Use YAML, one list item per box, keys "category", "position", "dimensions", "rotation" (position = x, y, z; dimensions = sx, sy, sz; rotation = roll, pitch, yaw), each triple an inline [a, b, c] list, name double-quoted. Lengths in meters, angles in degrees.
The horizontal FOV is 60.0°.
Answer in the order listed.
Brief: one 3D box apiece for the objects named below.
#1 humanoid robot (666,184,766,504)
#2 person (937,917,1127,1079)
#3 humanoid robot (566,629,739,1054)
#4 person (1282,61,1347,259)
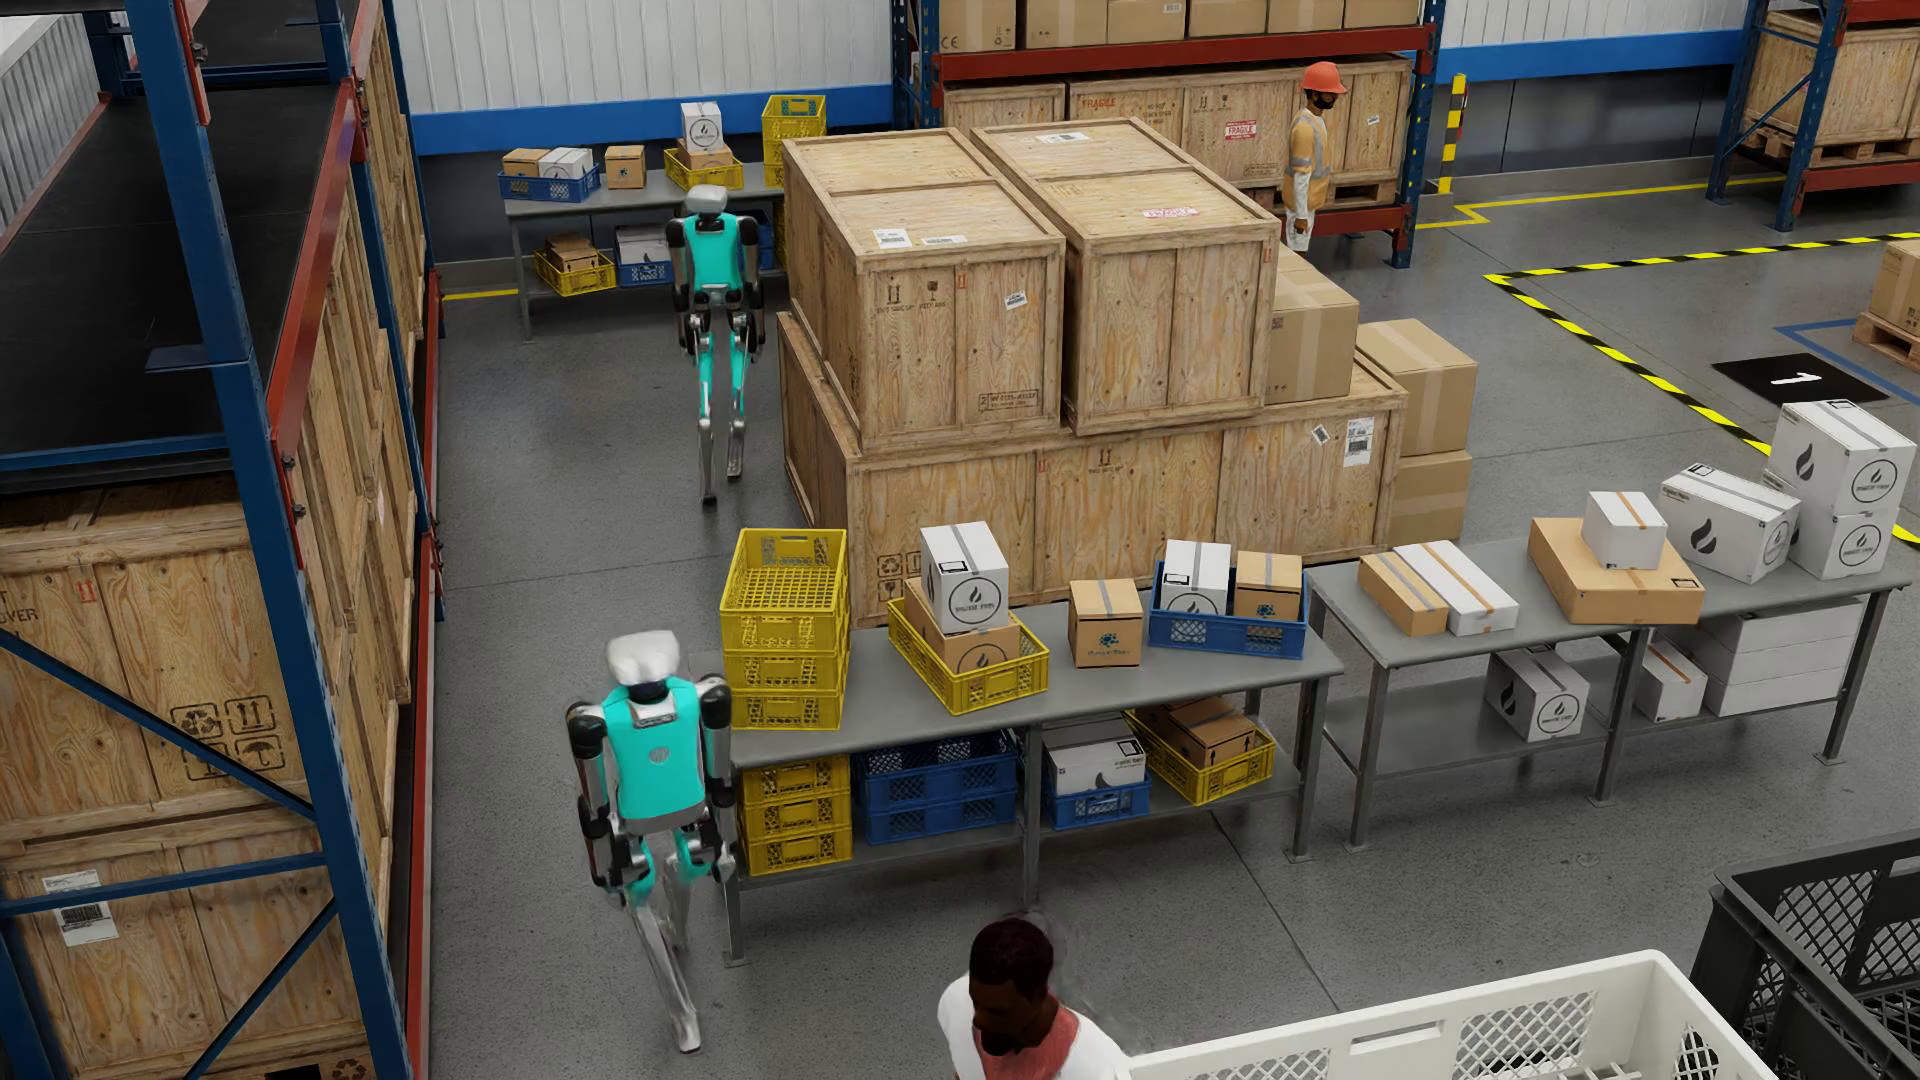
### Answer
- category: "humanoid robot"
  position: [-1.399, -1.039, 9.588]
  dimensions: [0.544, 1.884, 0.807]
  rotation: [0, 29, -1]
- category: "person"
  position: [0.164, 1.734, 4.322]
  dimensions: [0.600, 1.857, 1.029]
  rotation: [19, 34, 30]
- category: "humanoid robot"
  position: [-1.096, 0.982, 5.876]
  dimensions: [0.530, 1.834, 0.898]
  rotation: [-11, 31, -19]
- category: "person"
  position: [2.459, -2.400, 11.744]
  dimensions: [0.366, 1.935, 0.551]
  rotation: [8, 30, 14]
